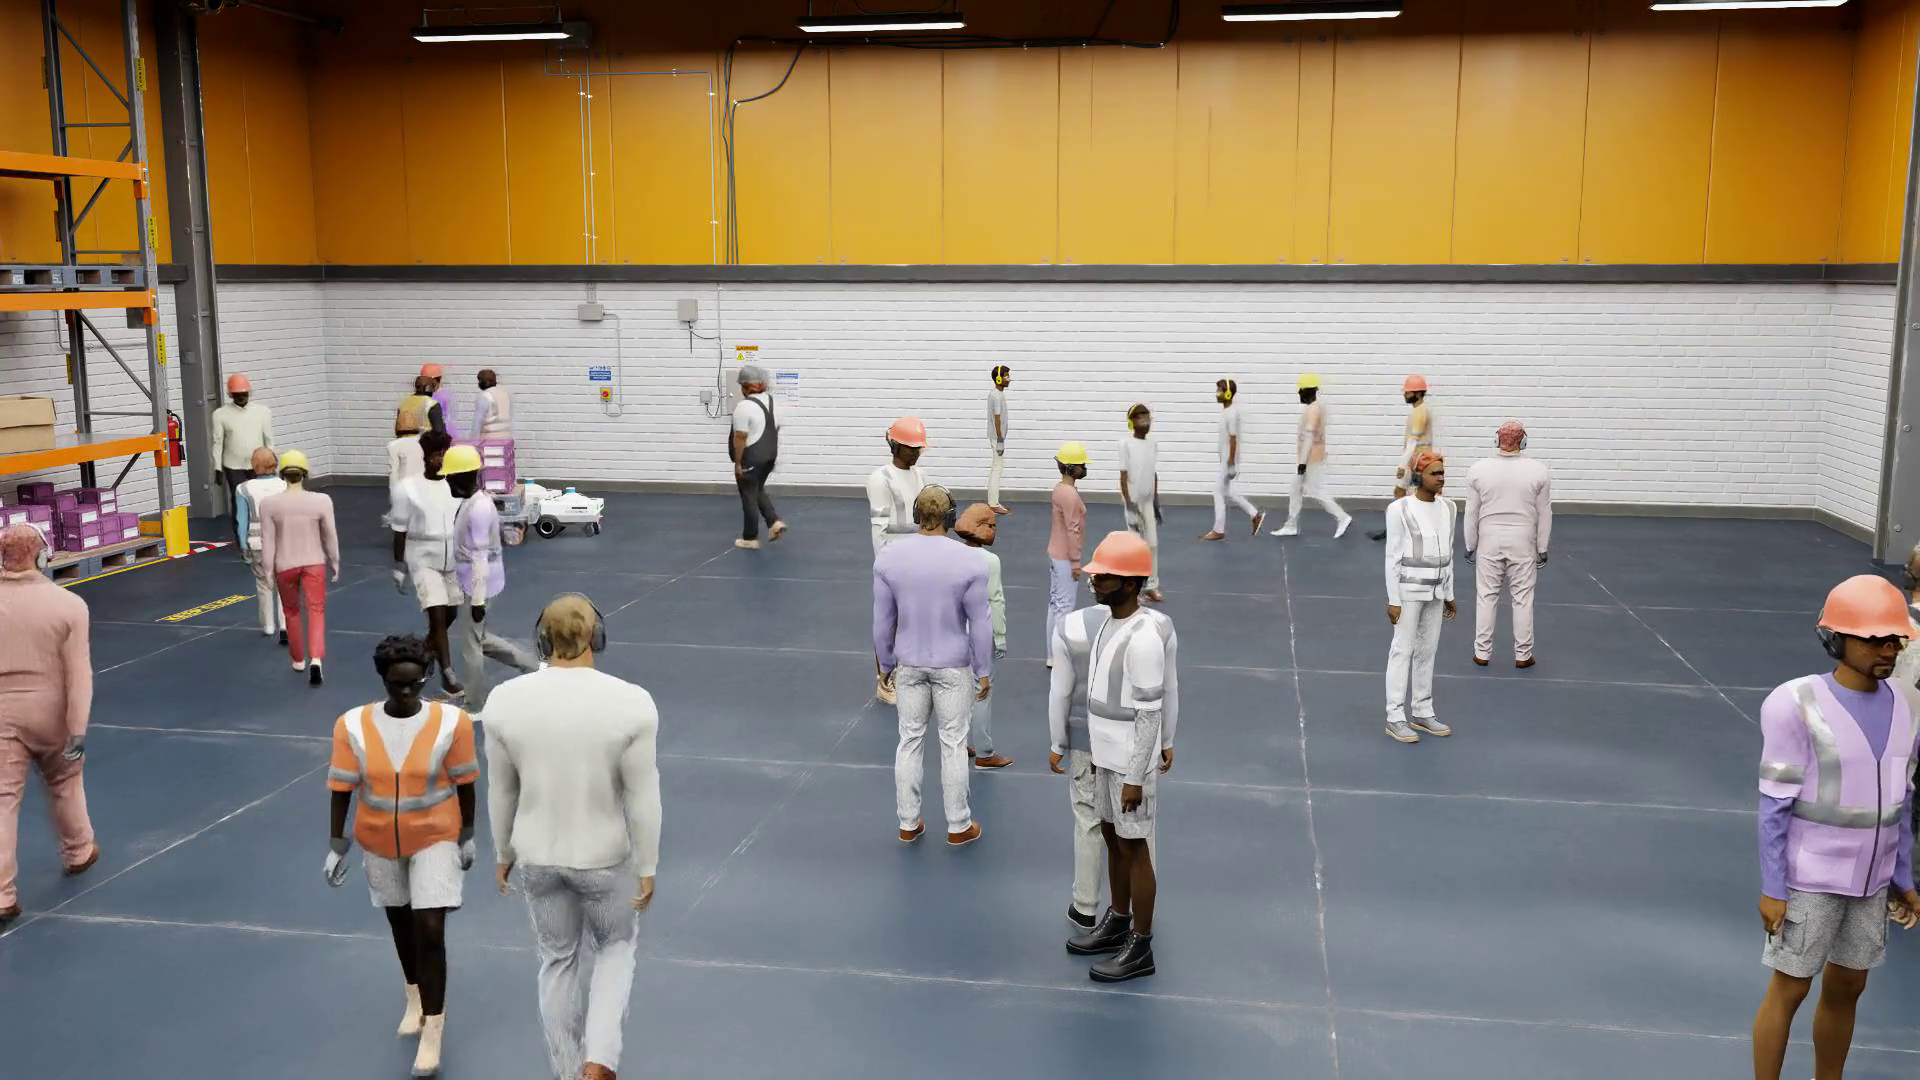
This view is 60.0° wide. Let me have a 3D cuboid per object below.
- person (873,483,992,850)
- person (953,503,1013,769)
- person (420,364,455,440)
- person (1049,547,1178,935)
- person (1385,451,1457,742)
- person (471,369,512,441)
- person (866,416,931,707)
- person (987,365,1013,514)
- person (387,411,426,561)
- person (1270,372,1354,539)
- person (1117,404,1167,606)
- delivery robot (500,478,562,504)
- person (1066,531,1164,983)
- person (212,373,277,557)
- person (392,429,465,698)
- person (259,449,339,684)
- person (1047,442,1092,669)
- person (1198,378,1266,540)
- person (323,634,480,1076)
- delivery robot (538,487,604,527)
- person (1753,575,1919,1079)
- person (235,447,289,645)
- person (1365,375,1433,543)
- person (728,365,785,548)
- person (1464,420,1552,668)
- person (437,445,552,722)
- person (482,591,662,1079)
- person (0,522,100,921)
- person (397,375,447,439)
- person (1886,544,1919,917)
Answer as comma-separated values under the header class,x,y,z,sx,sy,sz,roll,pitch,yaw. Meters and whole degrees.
class,x,y,z,sx,sy,sz,roll,pitch,yaw
person,-0.137,0.666,8.749,0.638,1.938,0.356,2,9,15
person,0.100,0.583,10.209,0.279,1.633,0.498,-8,12,-40
person,-6.590,-1.227,20.609,0.884,1.894,0.549,-3,10,-21
person,0.697,0.898,7.639,0.599,1.830,0.404,-1,9,-6
person,3.000,0.361,10.813,0.575,1.884,0.355,-5,11,-31
person,-6.085,-1.328,21.636,0.947,1.786,0.642,3,10,16
person,-0.389,0.143,11.708,0.388,2.034,0.605,5,11,30
person,0.499,-1.259,20.913,0.313,1.869,0.538,0,9,-3
person,-5.573,-0.494,16.893,0.287,1.631,0.501,8,12,41
person,4.036,-0.959,18.946,0.855,1.902,0.586,1,9,5
person,1.686,-0.308,15.172,0.545,1.848,0.430,-8,12,-39
delivery robot,-5.154,-0.497,19.956,0.707,0.478,0.477,3,9,16
person,0.682,0.921,7.161,0.353,1.942,0.545,-2,9,-14
person,-7.618,-0.796,17.708,0.646,1.973,0.429,-6,11,-34
person,-3.825,0.136,12.091,0.616,1.930,0.914,-8,12,-41
person,-4.897,0.187,12.364,0.535,1.733,0.848,-4,10,-22
person,0.824,0.139,12.554,0.326,1.769,0.524,-1,9,-8
person,3.081,-0.903,18.769,0.675,1.852,0.529,2,9,9
person,-2.133,1.184,6.353,0.543,1.666,0.748,0,9,-3
delivery robot,-4.466,-0.361,19.115,0.707,0.478,0.477,0,9,-2
person,2.968,1.122,5.594,0.605,2.045,0.378,-2,9,-14
person,-5.649,0.042,13.656,0.509,1.607,0.778,-3,10,-19
person,4.894,-0.856,18.304,0.912,1.898,0.562,2,9,10
person,-2.296,-0.919,18.271,0.536,2.000,0.701,5,11,29
person,4.199,0.033,12.776,0.639,1.910,0.407,3,10,20
person,-3.163,0.295,11.198,0.695,1.903,0.596,-3,10,-19
person,-1.375,1.136,5.935,0.633,1.913,0.474,0,9,-1
person,-4.488,0.841,7.993,0.634,1.853,1.043,-2,9,-15
person,-6.380,-1.049,19.785,0.735,1.812,0.462,5,10,28
person,4.379,0.918,7.570,0.519,1.818,0.733,-1,9,-8
